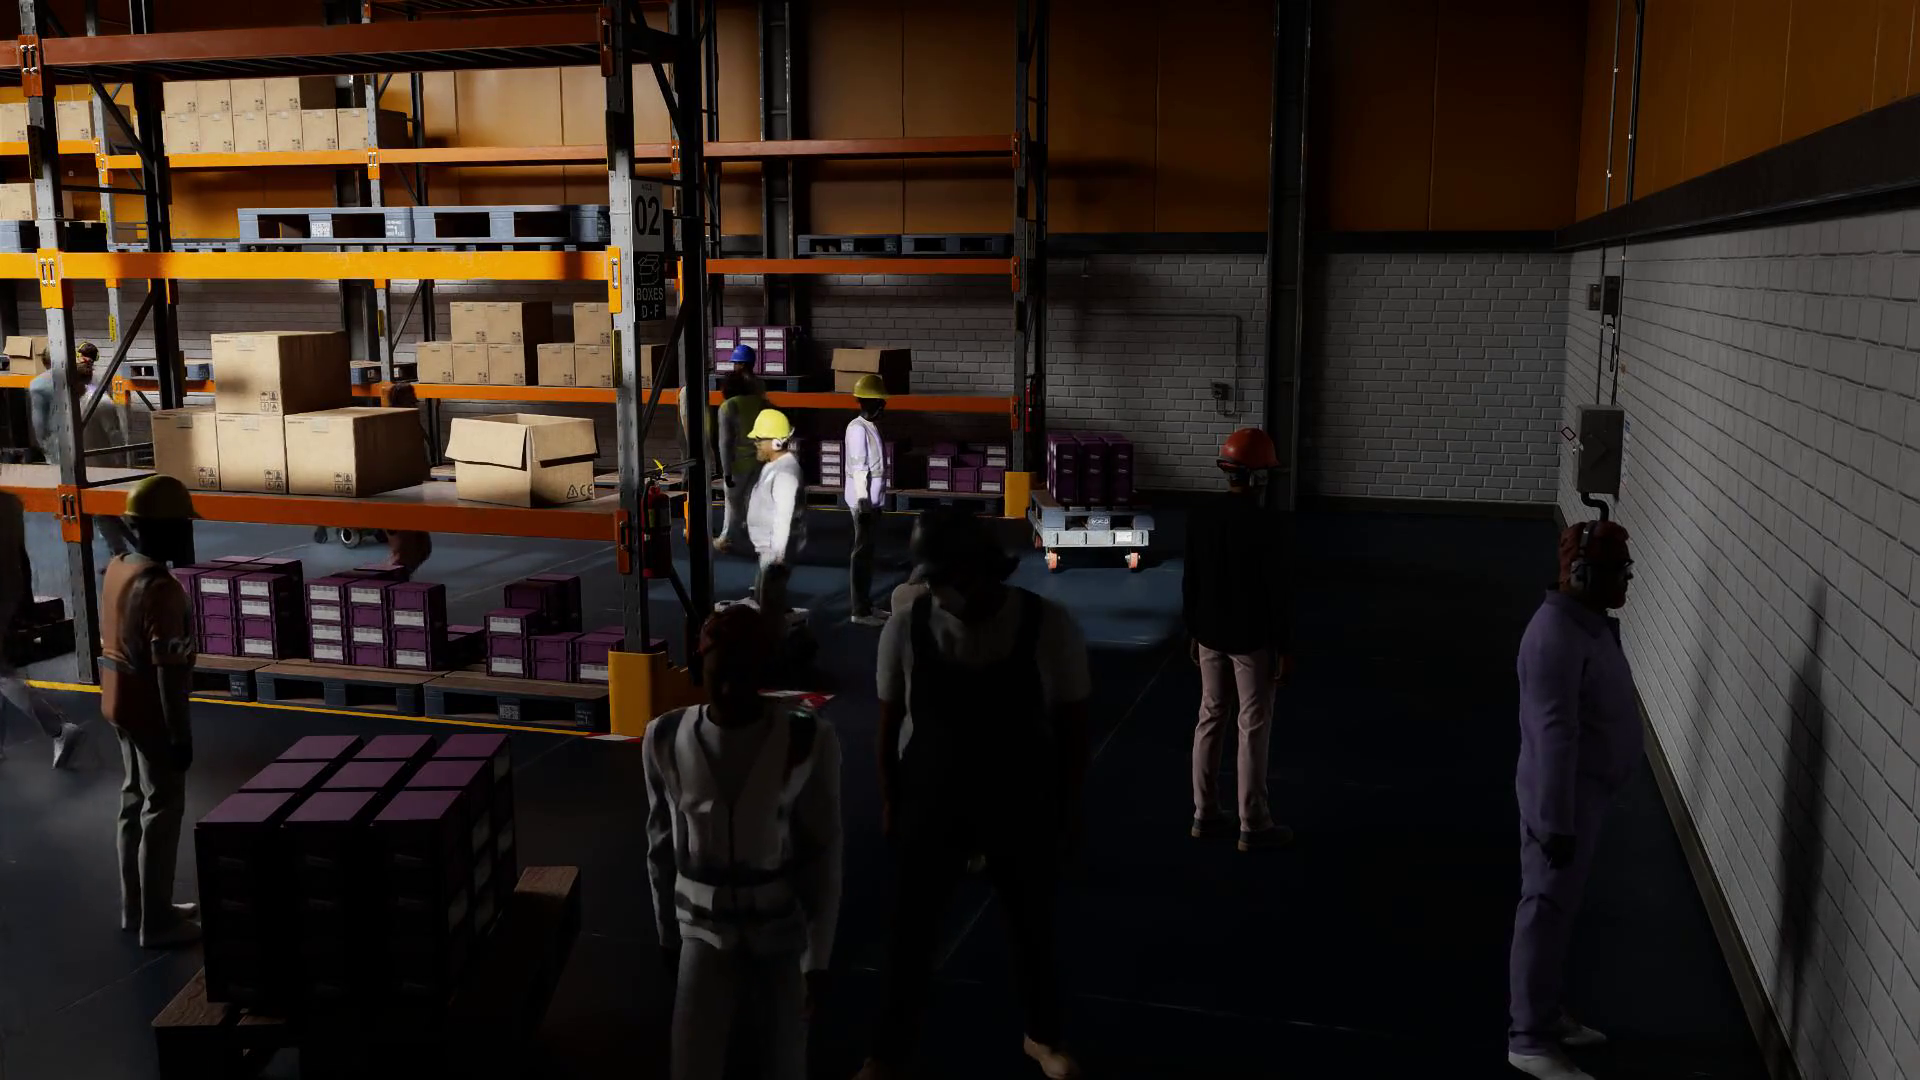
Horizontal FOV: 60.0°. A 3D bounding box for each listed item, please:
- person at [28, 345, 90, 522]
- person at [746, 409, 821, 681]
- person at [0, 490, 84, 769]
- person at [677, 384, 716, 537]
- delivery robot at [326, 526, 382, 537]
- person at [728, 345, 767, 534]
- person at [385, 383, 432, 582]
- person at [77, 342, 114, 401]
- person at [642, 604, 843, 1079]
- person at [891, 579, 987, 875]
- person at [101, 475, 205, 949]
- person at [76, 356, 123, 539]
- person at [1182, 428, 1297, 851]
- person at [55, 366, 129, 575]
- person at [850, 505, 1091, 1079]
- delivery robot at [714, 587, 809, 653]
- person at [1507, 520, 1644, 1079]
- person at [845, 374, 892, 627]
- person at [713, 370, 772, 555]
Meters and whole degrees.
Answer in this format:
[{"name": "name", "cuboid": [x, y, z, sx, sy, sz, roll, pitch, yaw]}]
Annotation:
[{"name": "person", "cuboid": [-9.578, -1.131, 17.822, 0.623, 1.920, 0.636, 8, 12, 40]}, {"name": "person", "cuboid": [-1.224, 0.037, 11.003, 0.510, 1.819, 0.634, -1, 9, -9]}, {"name": "person", "cuboid": [-5.215, 0.355, 9.064, 0.846, 1.835, 0.526, 1, 9, 9]}, {"name": "person", "cuboid": [-2.697, -0.952, 16.976, 0.346, 1.841, 0.506, 1, 9, 6]}, {"name": "delivery robot", "cuboid": [-6.047, -0.276, 16.478, 0.707, 0.478, 0.477, 5, 11, 29]}, {"name": "person", "cuboid": [-2.180, -1.037, 17.168, 0.406, 1.947, 0.607, 2, 10, 11]}, {"name": "person", "cuboid": [-4.318, -0.271, 12.734, 0.552, 1.874, 0.696, 0, 9, -2]}, {"name": "person", "cuboid": [-10.170, -1.384, 19.521, 0.329, 1.872, 0.509, 6, 11, 34]}, {"name": "person", "cuboid": [-0.600, 1.101, 4.464, 0.571, 1.842, 0.910, 1, 9, 5]}, {"name": "person", "cuboid": [-0.061, 0.710, 7.478, 0.504, 1.633, 0.279, -1, 9, -5]}, {"name": "person", "cuboid": [-3.238, 0.690, 6.757, 0.582, 1.916, 0.423, 9, 13, 44]}, {"name": "person", "cuboid": [-8.809, -0.923, 16.780, 0.567, 1.847, 0.389, 1, 9, 3]}, {"name": "person", "cuboid": [1.330, 0.466, 7.863, 0.382, 1.993, 0.622, -8, 13, -42]}, {"name": "person", "cuboid": [-7.700, -0.617, 14.797, 0.726, 1.891, 0.468, 5, 11, 28]}, {"name": "person", "cuboid": [0.019, 0.837, 5.460, 0.807, 2.000, 0.623, 0, 9, 2]}, {"name": "delivery robot", "cuboid": [-1.390, 0.562, 11.374, 0.707, 0.478, 0.477, 5, 11, 28]}, {"name": "person", "cuboid": [2.092, 0.874, 5.645, 0.400, 1.907, 0.645, 5, 10, 27]}, {"name": "person", "cuboid": [-0.696, -0.307, 12.781, 0.366, 1.926, 0.593, 1, 9, 5]}, {"name": "person", "cuboid": [-2.037, -0.694, 15.576, 0.661, 1.781, 0.927, -7, 12, -36]}]
